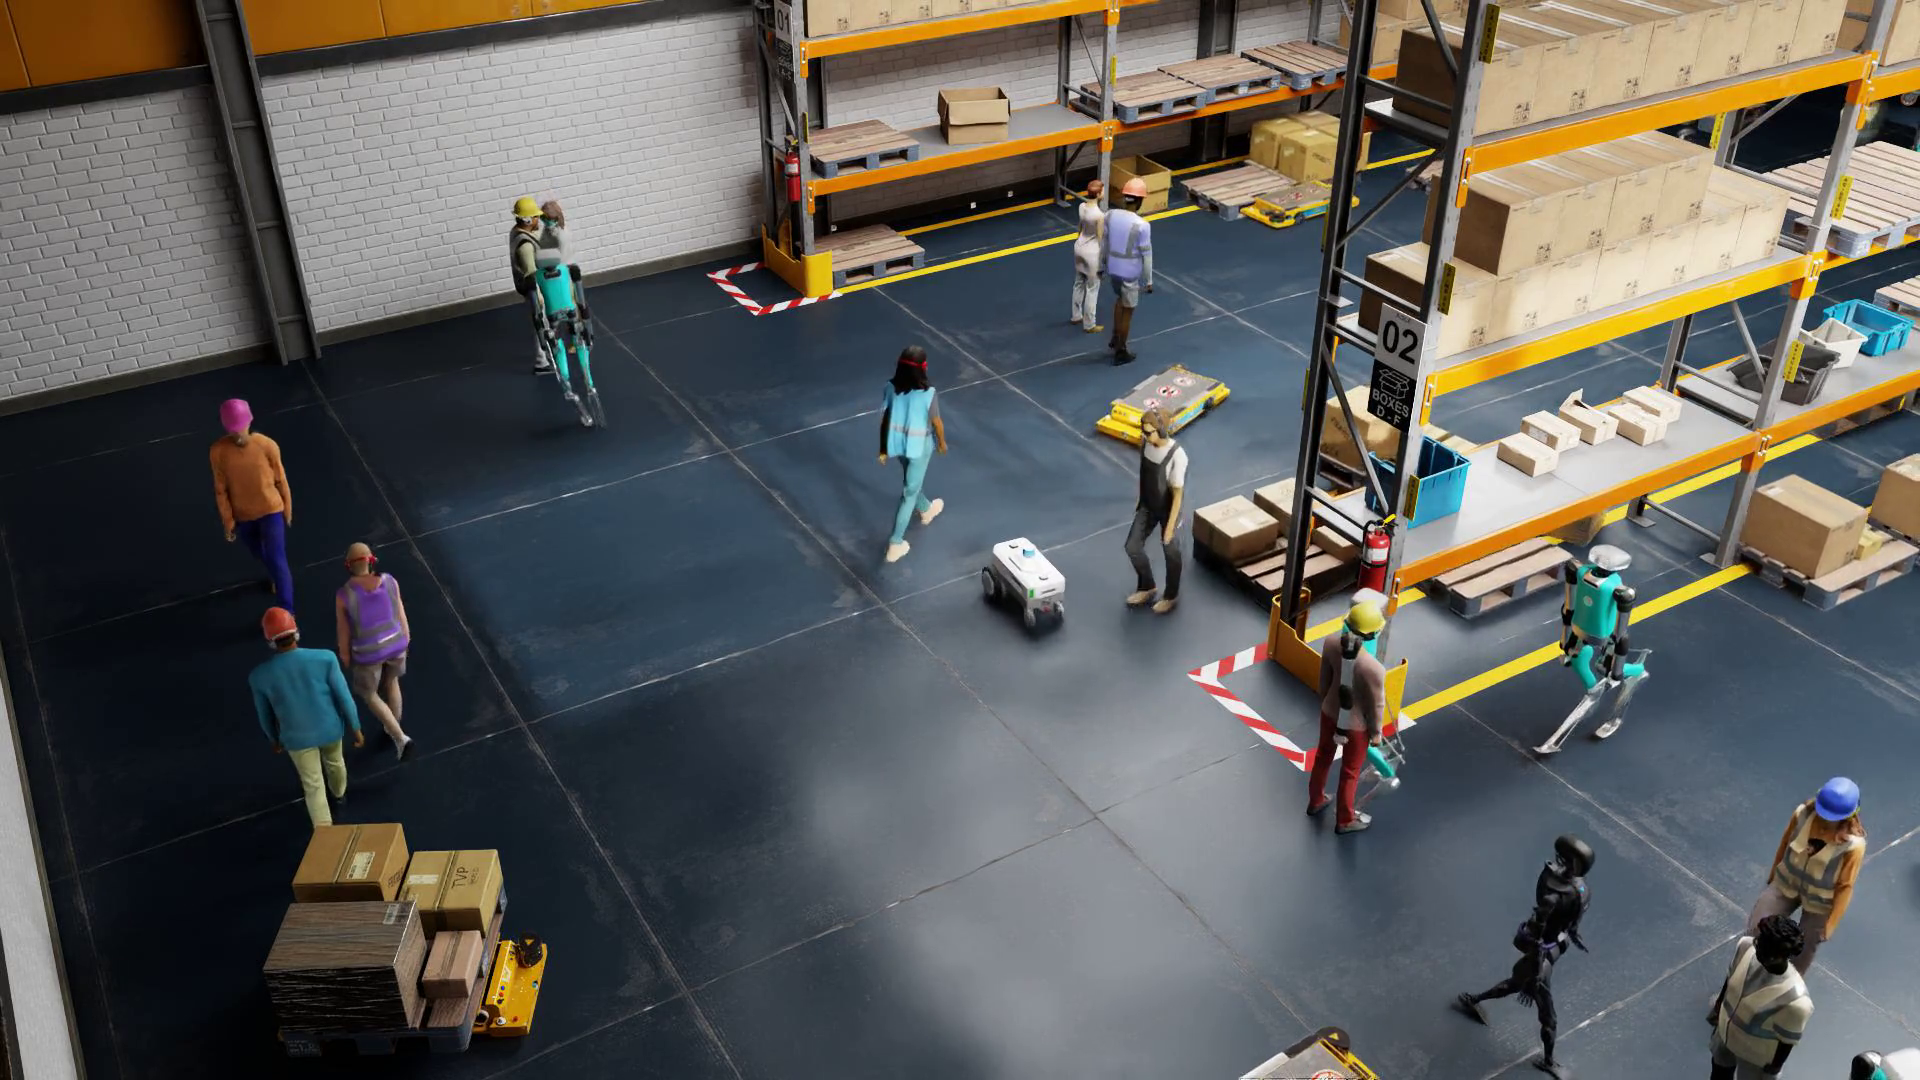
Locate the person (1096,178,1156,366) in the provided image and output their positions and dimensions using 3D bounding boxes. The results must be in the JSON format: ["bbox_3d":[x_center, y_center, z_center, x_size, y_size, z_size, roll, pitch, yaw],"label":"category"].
[{"bbox_3d":[1.678,-2.720,16.889,0.677,1.896,0.522,27,41,36],"label":"person"}]

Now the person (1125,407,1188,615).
[{"bbox_3d":[1.538,-0.220,12.970,0.543,1.817,0.548,-22,38,-31],"label":"person"}]

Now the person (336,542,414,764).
[{"bbox_3d":[-3.986,0.800,11.490,0.604,1.668,0.500,27,41,36],"label":"person"}]

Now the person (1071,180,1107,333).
[{"bbox_3d":[1.378,-3.001,17.568,0.283,1.650,0.433,-21,38,-30],"label":"person"}]

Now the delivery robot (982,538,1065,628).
[{"bbox_3d":[0.537,0.303,13.350,0.499,0.614,0.815,-14,35,-21],"label":"delivery robot"}]

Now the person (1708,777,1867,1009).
[{"bbox_3d":[4.728,2.054,9.407,0.711,1.744,0.483,-22,38,-31],"label":"person"}]

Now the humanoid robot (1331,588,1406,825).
[{"bbox_3d":[2.739,1.164,10.844,0.669,1.796,0.548,15,35,23],"label":"humanoid robot"}]

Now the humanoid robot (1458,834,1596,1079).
[{"bbox_3d":[3.234,2.244,9.242,0.786,1.641,0.591,25,40,34],"label":"humanoid robot"}]

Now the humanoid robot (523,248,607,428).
[{"bbox_3d":[-3.677,-1.763,15.606,0.574,1.874,0.716,-11,34,-17],"label":"humanoid robot"}]

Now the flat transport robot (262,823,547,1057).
[{"bbox_3d":[-3.229,2.651,9.855,1.431,0.231,0.659,-1,32,-2],"label":"flat transport robot"}]

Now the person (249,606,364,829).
[{"bbox_3d":[-4.207,1.230,10.794,0.589,1.677,0.927,-15,35,-22],"label":"person"}]

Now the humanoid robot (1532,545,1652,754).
[{"bbox_3d":[4.488,0.742,11.529,1.043,1.732,0.554,-18,36,-27],"label":"humanoid robot"}]

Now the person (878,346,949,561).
[{"bbox_3d":[-0.386,-0.771,13.865,0.492,1.810,0.991,18,36,26],"label":"person"}]

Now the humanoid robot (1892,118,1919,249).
[{"bbox_3d":[11.507,-4.232,19.535,0.819,1.840,0.555,-12,34,-18],"label":"humanoid robot"}]

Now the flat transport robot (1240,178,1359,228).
[{"bbox_3d":[4.257,-4.216,20.808,1.431,0.231,0.659,-20,37,-29],"label":"flat transport robot"}]

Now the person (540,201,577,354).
[{"bbox_3d":[-4.167,-2.784,17.245,0.344,1.638,0.693,-14,35,-21],"label":"person"}]

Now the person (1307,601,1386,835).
[{"bbox_3d":[2.542,1.146,10.848,0.308,1.768,0.524,-21,38,-30],"label":"person"}]

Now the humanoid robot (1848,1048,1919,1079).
[{"bbox_3d":[4.068,3.095,7.767,0.928,1.762,0.542,-12,34,-19],"label":"humanoid robot"}]

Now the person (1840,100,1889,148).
[{"bbox_3d":[10.829,-4.661,20.081,0.662,1.795,0.441,-4,32,-7],"label":"person"}]

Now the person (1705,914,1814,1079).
[{"bbox_3d":[4.086,2.587,8.620,0.318,1.691,0.535,-7,33,-11],"label":"person"}]

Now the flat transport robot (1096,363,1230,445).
[{"bbox_3d":[1.989,-1.317,16.184,0.659,0.231,1.431,22,38,31],"label":"flat transport robot"}]

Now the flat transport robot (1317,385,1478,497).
[{"bbox_3d":[3.935,-0.503,14.886,1.431,0.231,0.659,-24,39,-33],"label":"flat transport robot"}]

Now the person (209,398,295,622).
[{"bbox_3d":[-5.458,-0.263,12.933,0.509,1.944,0.974,-6,33,-9],"label":"person"}]

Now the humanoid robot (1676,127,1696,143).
[{"bbox_3d":[8.251,-3.907,19.049,0.820,1.619,0.623,-2,32,-4],"label":"humanoid robot"}]

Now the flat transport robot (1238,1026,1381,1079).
[{"bbox_3d":[1.735,3.192,8.993,1.431,0.231,0.659,-21,38,-29],"label":"flat transport robot"}]

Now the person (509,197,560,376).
[{"bbox_3d":[-4.277,-2.560,16.708,0.403,1.817,0.605,-10,33,-16],"label":"person"}]
